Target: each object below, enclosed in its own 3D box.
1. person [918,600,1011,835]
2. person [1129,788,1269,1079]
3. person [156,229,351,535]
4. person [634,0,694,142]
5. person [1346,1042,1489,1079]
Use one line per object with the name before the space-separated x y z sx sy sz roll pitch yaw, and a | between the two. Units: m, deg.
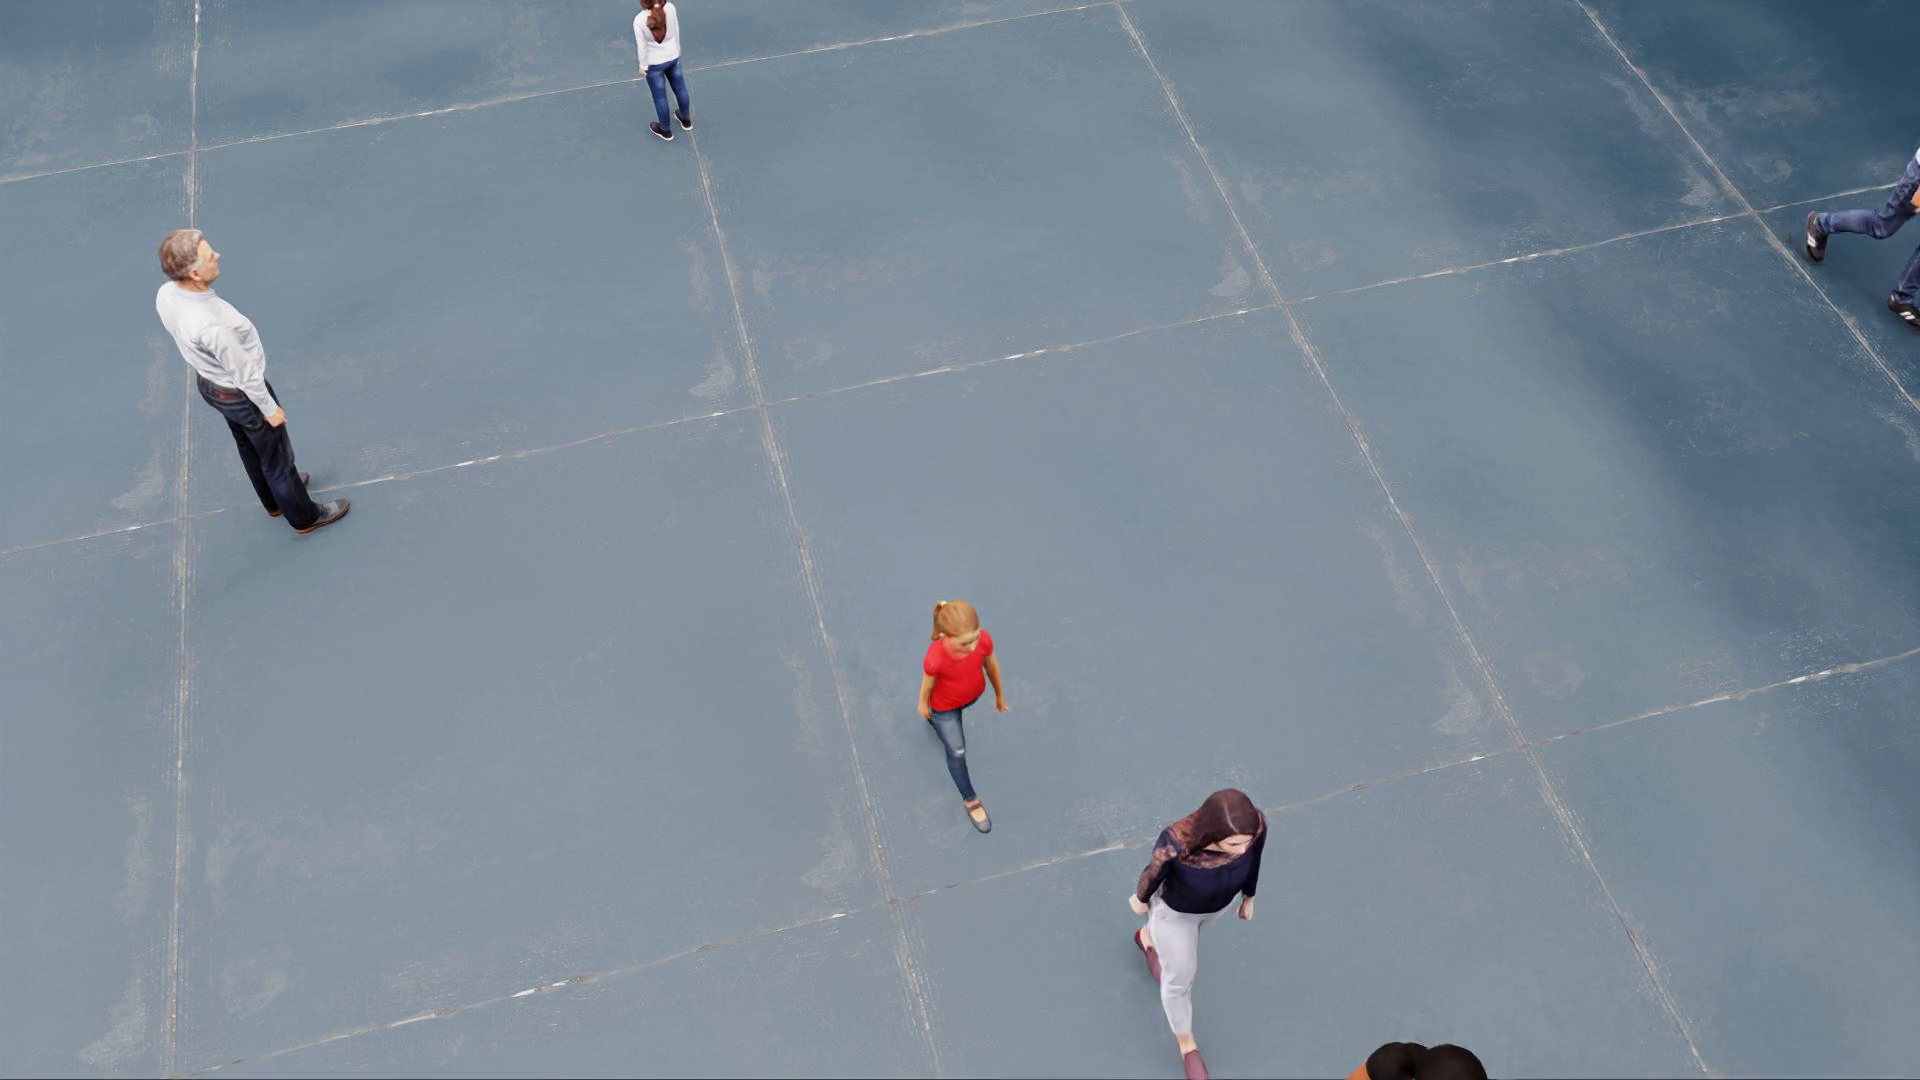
person | -0.044 0.611 7.117 0.656 1.277 0.957 -25 56 -18
person | 0.864 1.324 6.378 0.700 1.573 0.983 -17 54 -13
person | -3.389 -0.718 7.806 0.697 1.815 0.799 34 60 23
person | -1.787 -2.904 9.944 0.524 1.112 0.573 -35 60 -24
person | 1.543 2.058 5.667 0.953 1.798 1.207 -27 57 -19
